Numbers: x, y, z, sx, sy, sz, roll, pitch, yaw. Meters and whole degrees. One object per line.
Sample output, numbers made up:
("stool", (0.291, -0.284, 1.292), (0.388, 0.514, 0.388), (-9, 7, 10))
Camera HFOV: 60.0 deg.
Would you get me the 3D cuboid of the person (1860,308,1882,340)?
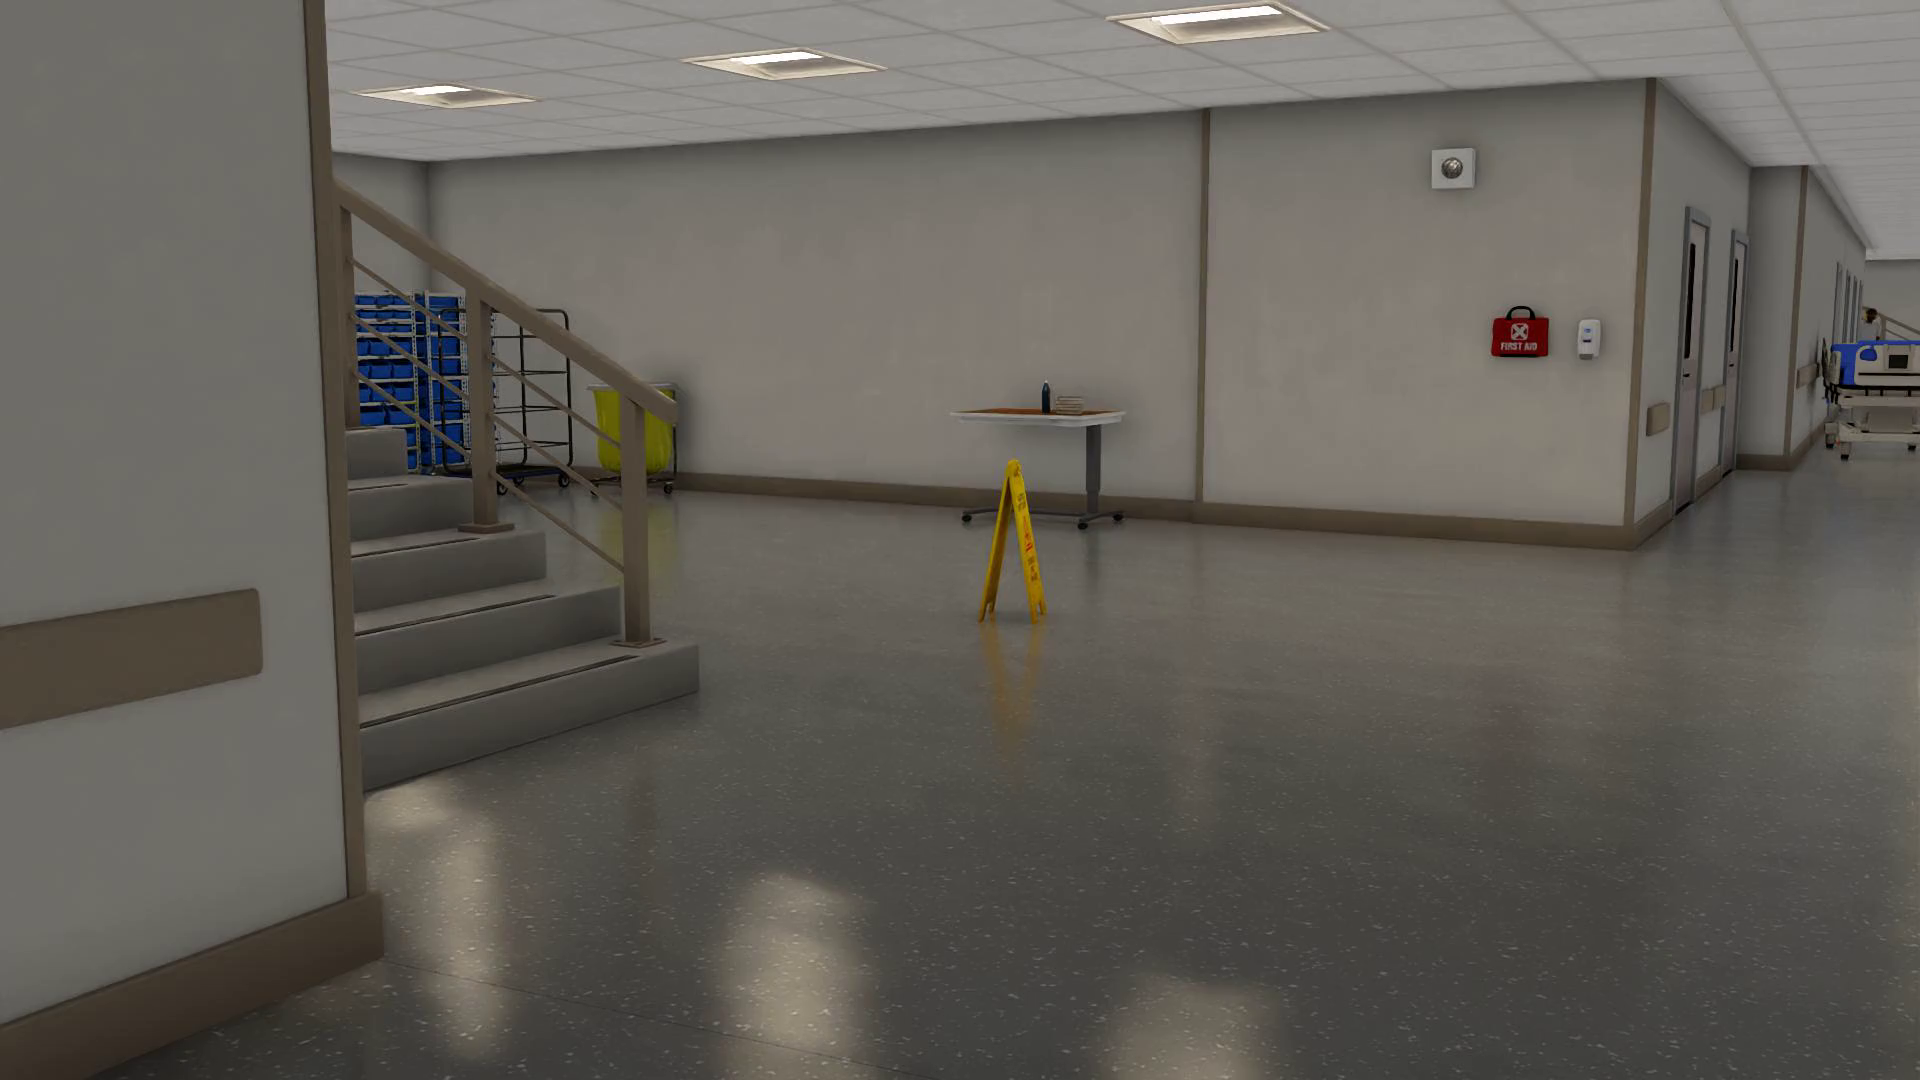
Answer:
("person", (19.475, -4.060, 35.721), (0.513, 1.838, 0.892), (4, 9, 30))
